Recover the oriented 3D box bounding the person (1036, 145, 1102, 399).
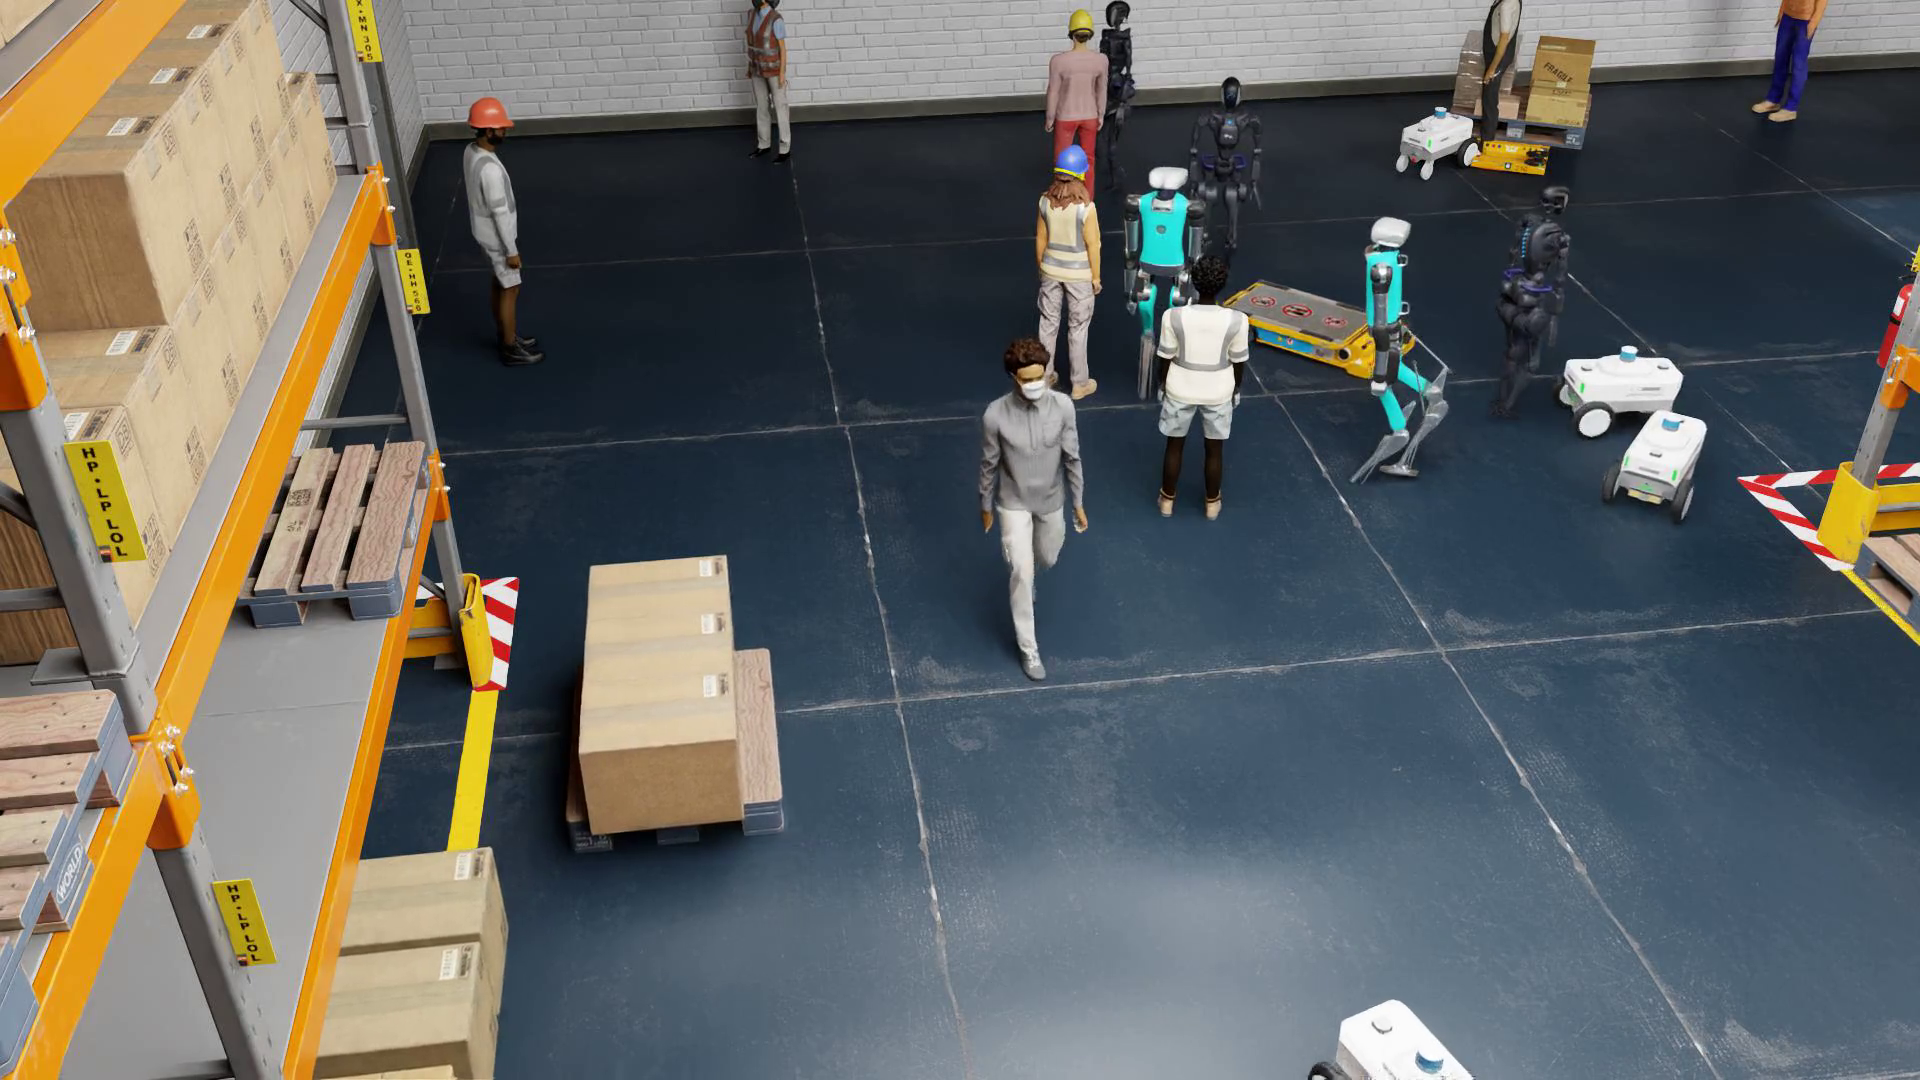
[{"bbox_3d":[0.732,-1.794,11.220,0.462,1.778,0.305,15,36,22],"label":"person"}]

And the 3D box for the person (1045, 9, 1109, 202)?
[{"bbox_3d":[0.968,-3.536,13.911,0.525,1.760,0.328,-8,34,-12],"label":"person"}]

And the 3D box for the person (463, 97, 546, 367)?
[{"bbox_3d":[-3.197,-2.134,11.613,0.388,1.926,0.546,-16,37,-24],"label":"person"}]

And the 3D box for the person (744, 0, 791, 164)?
[{"bbox_3d":[-1.752,-4.269,15.090,0.445,1.690,0.311,23,39,30],"label":"person"}]

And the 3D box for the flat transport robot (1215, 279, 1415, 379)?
[{"bbox_3d":[2.552,-1.568,12.255,1.431,0.231,0.659,23,40,31],"label":"flat transport robot"}]

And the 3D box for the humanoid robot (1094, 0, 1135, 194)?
[{"bbox_3d":[1.292,-3.818,14.416,0.405,1.654,0.588,-14,36,-20],"label":"humanoid robot"}]

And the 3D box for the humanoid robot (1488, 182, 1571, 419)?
[{"bbox_3d":[3.760,-1.583,11.000,0.326,1.651,0.587,-12,35,-17],"label":"humanoid robot"}]

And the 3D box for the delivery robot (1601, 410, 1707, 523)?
[{"bbox_3d":[4.360,-0.489,10.351,0.499,0.606,0.796,21,38,28],"label":"delivery robot"}]

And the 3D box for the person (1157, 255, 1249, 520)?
[{"bbox_3d":[1.425,-0.884,9.909,0.535,1.689,0.319,4,33,6],"label":"person"}]

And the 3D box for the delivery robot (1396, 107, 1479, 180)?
[{"bbox_3d":[4.353,-3.652,15.179,0.773,0.586,0.499,-26,41,-34],"label":"delivery robot"}]

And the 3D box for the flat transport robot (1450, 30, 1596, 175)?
[{"bbox_3d":[5.227,-3.789,15.658,0.659,0.231,1.431,12,35,17],"label":"flat transport robot"}]

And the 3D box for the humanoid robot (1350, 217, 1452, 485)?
[{"bbox_3d":[2.776,-1.072,10.184,0.774,1.802,0.536,9,34,13],"label":"humanoid robot"}]

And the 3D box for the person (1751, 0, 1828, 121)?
[{"bbox_3d":[8.111,-5.072,16.073,0.401,1.973,0.517,-10,34,-15],"label":"person"}]

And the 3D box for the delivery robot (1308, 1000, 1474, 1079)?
[{"bbox_3d":[1.738,2.133,6.337,0.499,0.610,0.814,-15,36,-22],"label":"delivery robot"}]

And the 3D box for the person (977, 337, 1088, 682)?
[{"bbox_3d":[0.357,-0.249,8.776,0.546,1.869,0.853,-7,34,-11],"label":"person"}]

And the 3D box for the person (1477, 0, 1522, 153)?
[{"bbox_3d":[4.827,-4.331,15.050,0.340,1.843,0.512,10,34,15],"label":"person"}]

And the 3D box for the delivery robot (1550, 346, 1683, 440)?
[{"bbox_3d":[4.400,-1.003,11.143,0.814,0.611,0.499,-1,33,-2],"label":"delivery robot"}]

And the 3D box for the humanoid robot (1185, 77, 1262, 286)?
[{"bbox_3d":[2.031,-2.745,12.769,0.601,1.647,0.324,1,33,2],"label":"humanoid robot"}]

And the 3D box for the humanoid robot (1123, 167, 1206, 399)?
[{"bbox_3d":[1.379,-1.691,11.132,0.535,1.831,0.724,9,34,14],"label":"humanoid robot"}]
